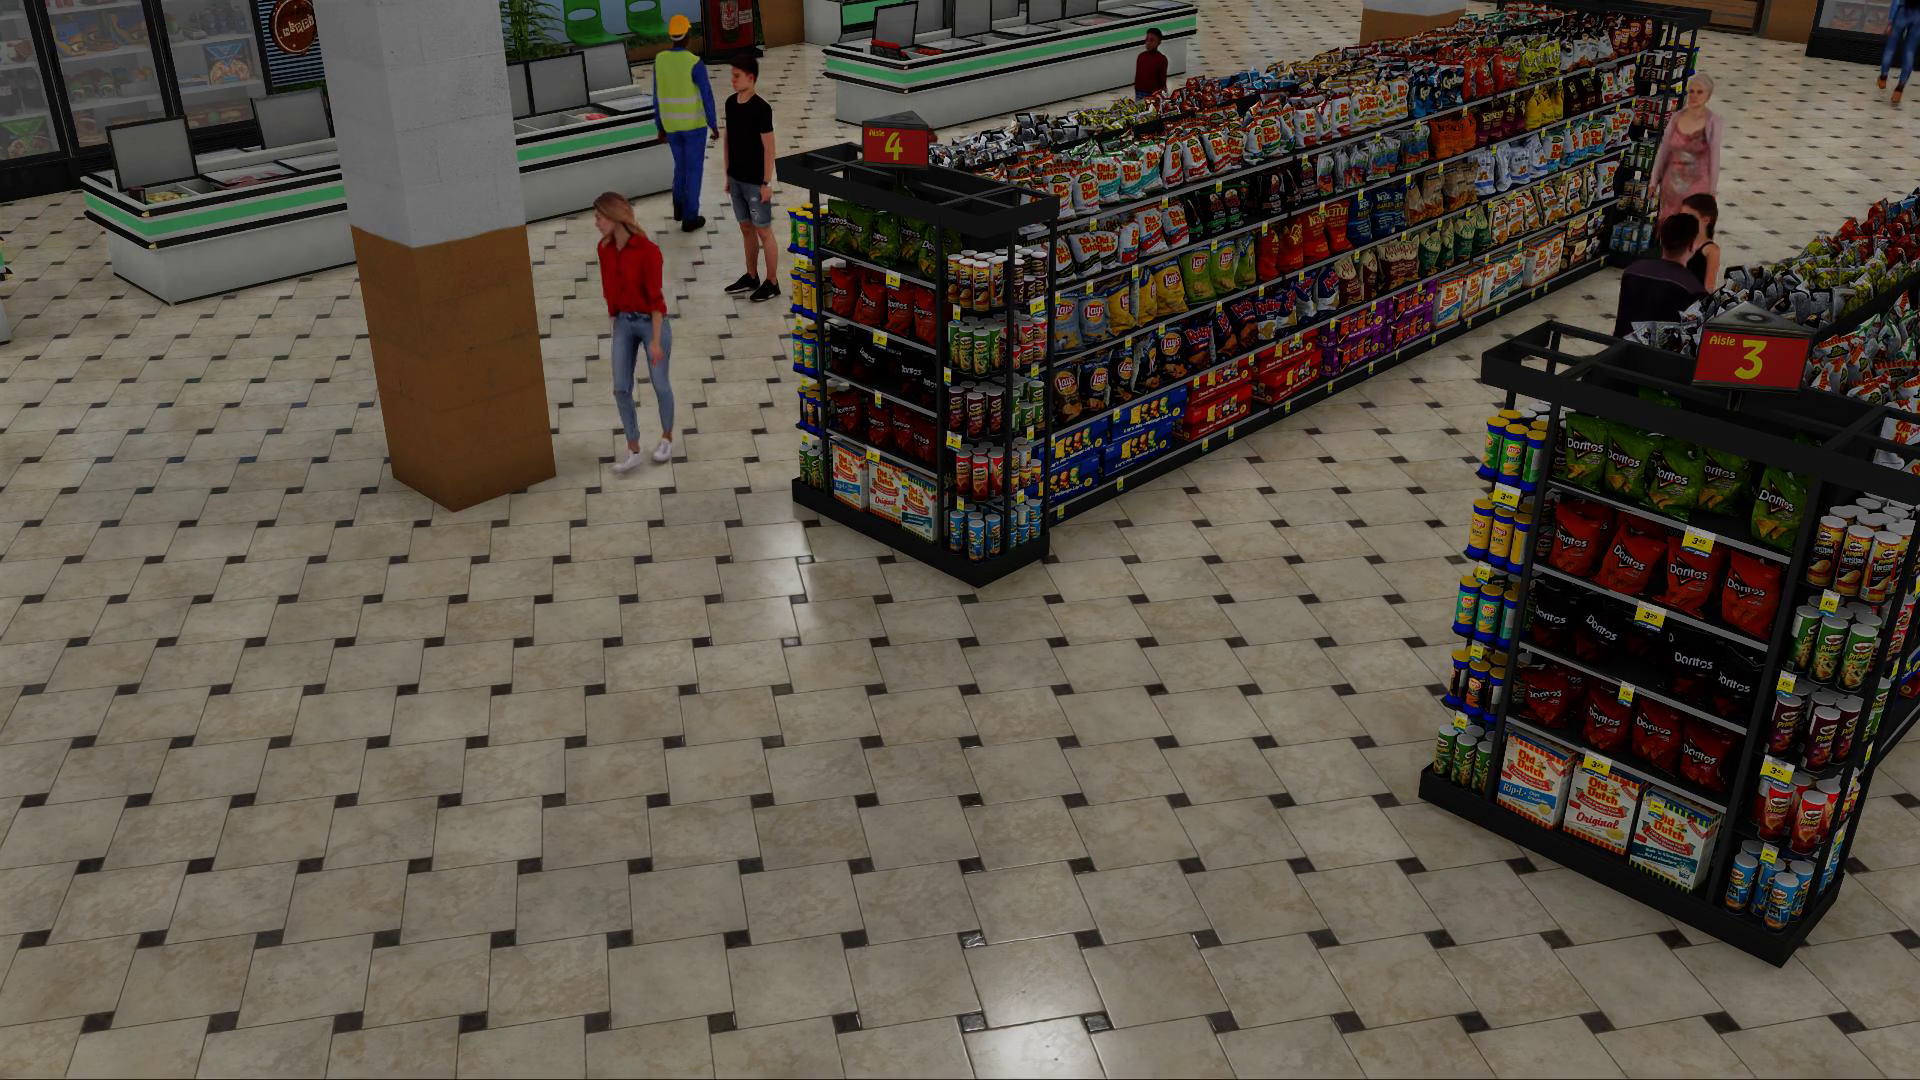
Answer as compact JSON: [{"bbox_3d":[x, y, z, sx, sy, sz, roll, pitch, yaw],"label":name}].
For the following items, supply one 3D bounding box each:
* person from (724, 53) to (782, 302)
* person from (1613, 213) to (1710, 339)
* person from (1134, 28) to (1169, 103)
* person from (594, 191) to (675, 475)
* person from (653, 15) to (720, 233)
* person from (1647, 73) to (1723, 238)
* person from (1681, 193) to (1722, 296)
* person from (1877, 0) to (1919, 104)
[{"bbox_3d":[-1.581,-2.756,12.638,0.646,1.846,0.541,23,35,38],"label":"person"},{"bbox_3d":[3.544,-0.788,8.807,1.306,1.801,0.912,-17,31,-30],"label":"person"},{"bbox_3d":[1.917,-4.533,16.797,0.529,1.255,0.532,17,31,30],"label":"person"},{"bbox_3d":[-1.852,-1.259,9.877,0.820,1.675,0.894,7,28,14],"label":"person"},{"bbox_3d":[-2.394,-3.521,14.197,0.764,1.802,0.773,9,28,18],"label":"person"},{"bbox_3d":[5.589,-2.727,12.768,0.630,1.677,0.687,23,35,38],"label":"person"},{"bbox_3d":[4.487,-1.369,10.233,0.925,1.548,0.703,-13,30,-24],"label":"person"},{"bbox_3d":[10.754,-5.795,18.823,0.927,1.672,1.239,10,29,20],"label":"person"}]
